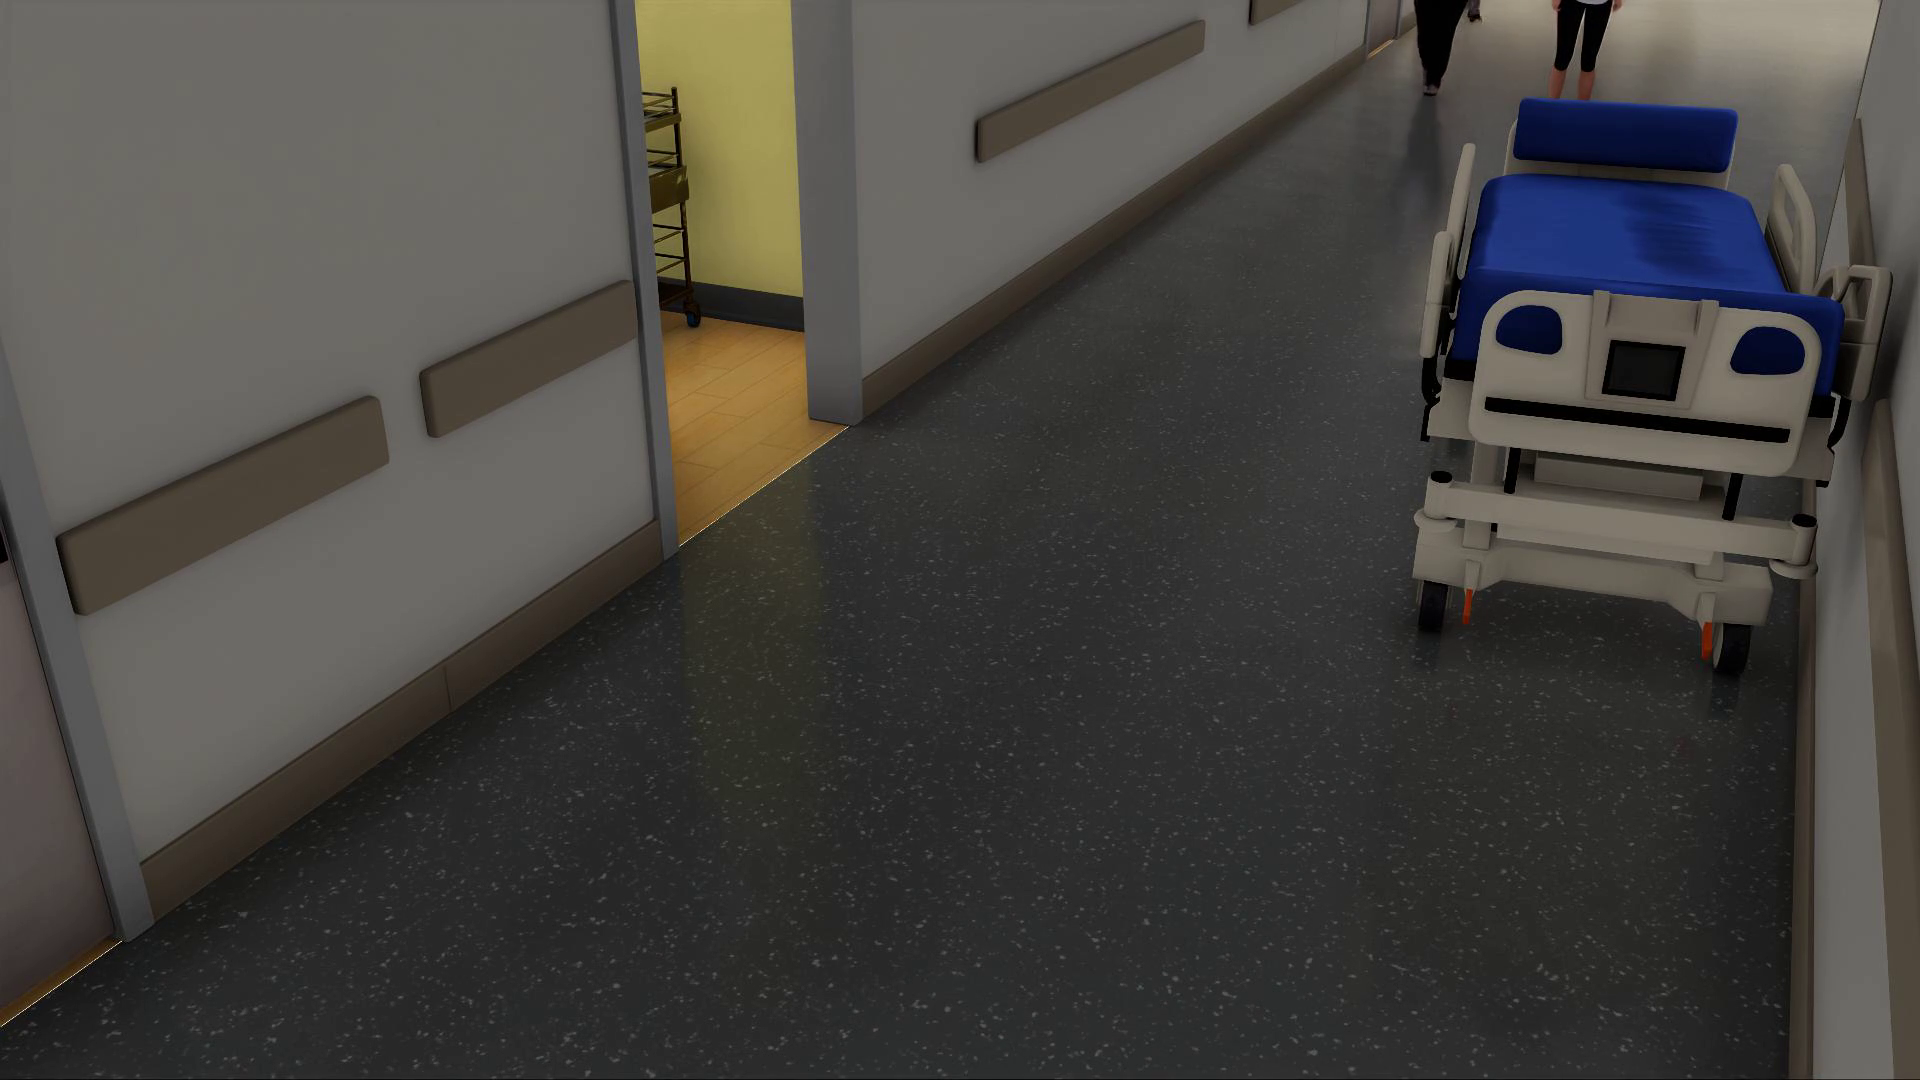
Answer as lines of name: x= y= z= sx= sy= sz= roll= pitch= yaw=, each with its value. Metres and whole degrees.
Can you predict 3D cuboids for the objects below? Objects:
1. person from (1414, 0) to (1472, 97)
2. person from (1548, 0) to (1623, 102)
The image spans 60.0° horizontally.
person: x=3.675 y=-4.211 z=12.656 sx=0.929 sy=1.573 sz=0.724 roll=11 pitch=28 yaw=22
person: x=4.247 y=-3.666 z=11.278 sx=0.546 sy=1.788 sz=0.717 roll=4 pitch=26 yaw=9
